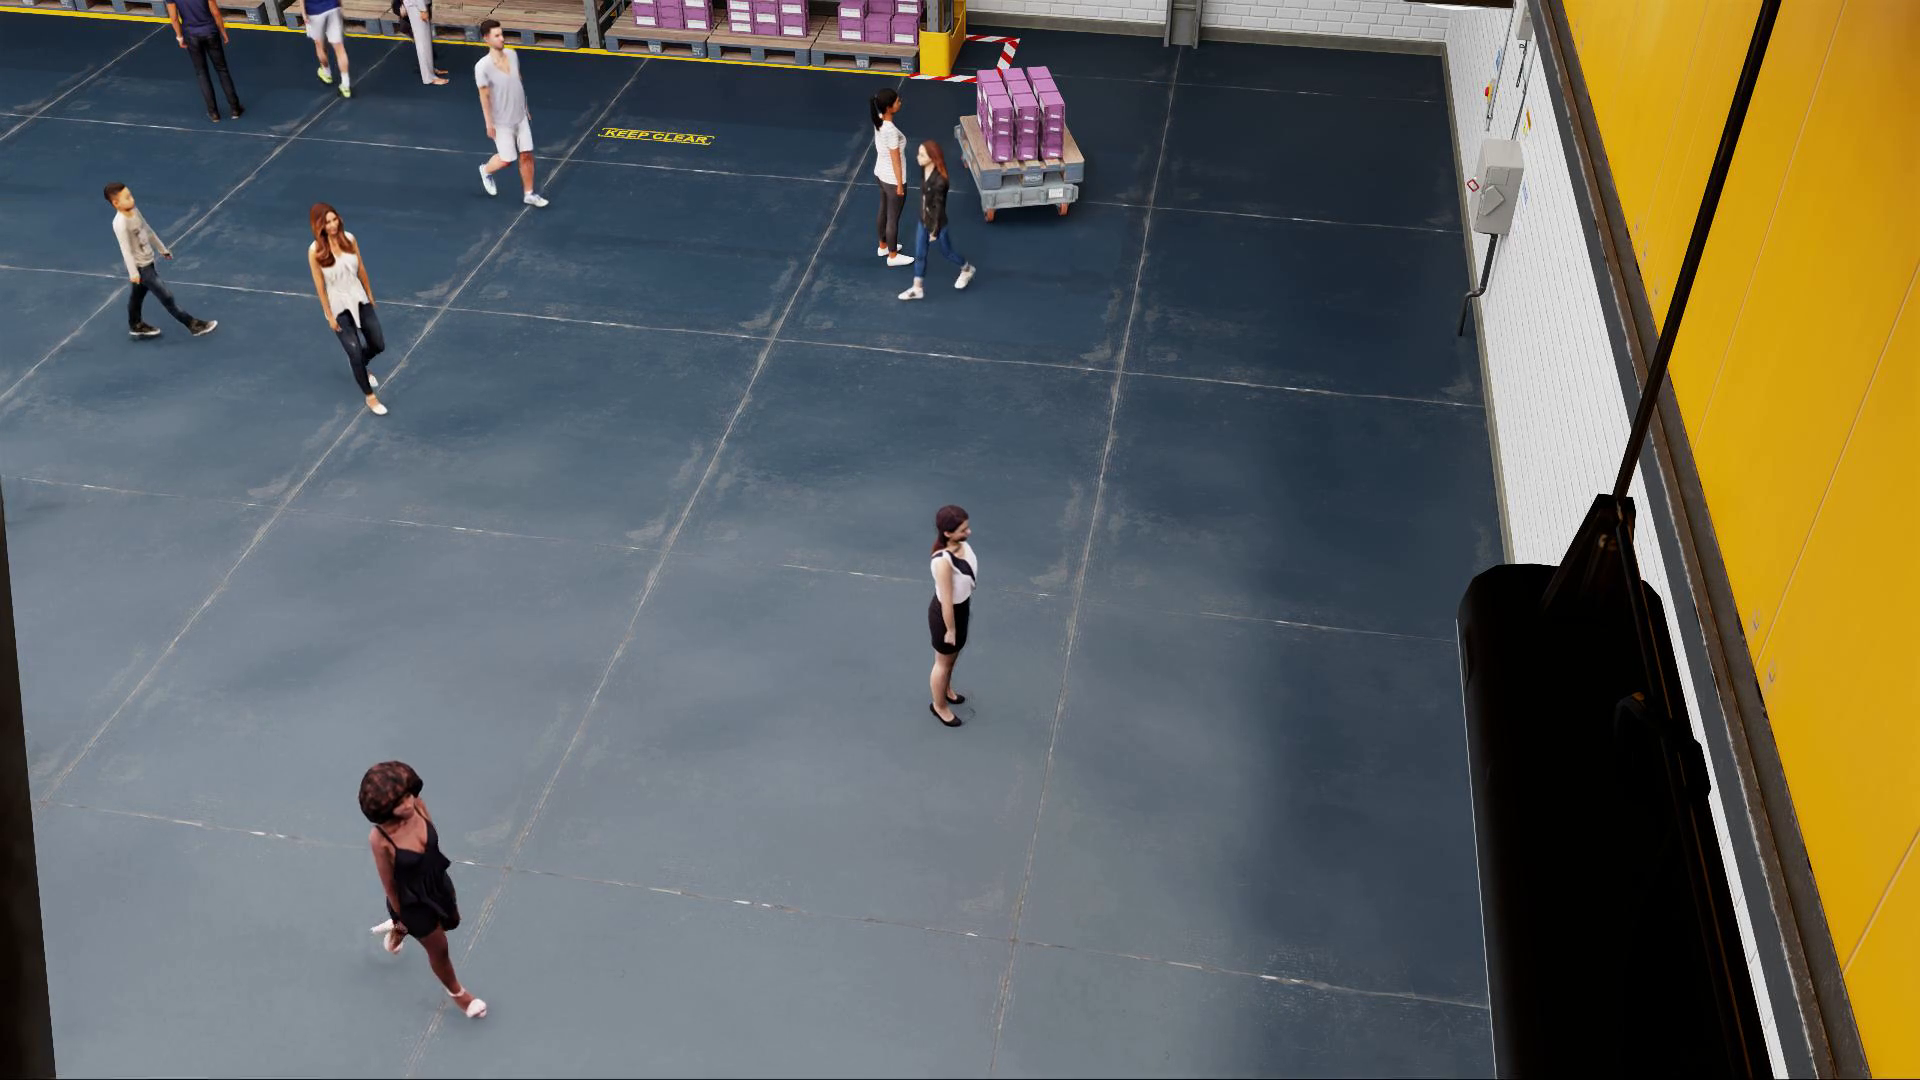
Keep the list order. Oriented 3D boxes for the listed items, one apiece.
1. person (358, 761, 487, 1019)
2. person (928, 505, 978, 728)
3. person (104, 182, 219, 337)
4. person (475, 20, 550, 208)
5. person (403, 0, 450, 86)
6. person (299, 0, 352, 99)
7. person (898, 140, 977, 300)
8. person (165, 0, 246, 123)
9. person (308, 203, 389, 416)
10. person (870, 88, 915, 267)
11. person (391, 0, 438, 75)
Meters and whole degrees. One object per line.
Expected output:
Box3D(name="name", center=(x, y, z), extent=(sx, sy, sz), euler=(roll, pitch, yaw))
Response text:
Box3D(name="person", center=(-2.819, 1.785, 8.506), extent=(0.986, 1.771, 0.700), euler=(16, 41, 19))
Box3D(name="person", center=(-0.059, 0.453, 10.274), extent=(0.501, 1.648, 0.555), euler=(6, 39, 7))
Box3D(name="person", center=(-6.907, -2.299, 13.892), extent=(1.057, 1.431, 0.767), euler=(-5, 39, -6))
Box3D(name="person", center=(-4.348, -4.028, 15.730), extent=(1.066, 1.840, 0.899), euler=(20, 43, 24))
Box3D(name="person", center=(-5.914, -5.854, 18.100), extent=(0.696, 1.735, 0.707), euler=(-10, 40, -13))
Box3D(name="person", center=(-6.759, -5.611, 17.762), extent=(1.038, 1.778, 1.096), euler=(-25, 45, -28))
Box3D(name="person", center=(-0.160, -2.791, 14.490), extent=(1.035, 1.454, 0.955), euler=(-22, 43, -25))
Box3D(name="person", center=(-7.895, -5.249, 17.298), extent=(0.654, 1.791, 0.780), euler=(-14, 41, -17))
Box3D(name="person", center=(-4.839, -1.840, 13.041), extent=(0.908, 1.776, 0.819), euler=(29, 47, 31))
Box3D(name="person", center=(-0.631, -3.266, 14.931), extent=(0.688, 1.646, 0.657), euler=(-15, 41, -18))
Box3D(name="person", center=(-5.958, -5.964, 18.295), extent=(0.850, 1.664, 0.797), euler=(-22, 44, -25))
